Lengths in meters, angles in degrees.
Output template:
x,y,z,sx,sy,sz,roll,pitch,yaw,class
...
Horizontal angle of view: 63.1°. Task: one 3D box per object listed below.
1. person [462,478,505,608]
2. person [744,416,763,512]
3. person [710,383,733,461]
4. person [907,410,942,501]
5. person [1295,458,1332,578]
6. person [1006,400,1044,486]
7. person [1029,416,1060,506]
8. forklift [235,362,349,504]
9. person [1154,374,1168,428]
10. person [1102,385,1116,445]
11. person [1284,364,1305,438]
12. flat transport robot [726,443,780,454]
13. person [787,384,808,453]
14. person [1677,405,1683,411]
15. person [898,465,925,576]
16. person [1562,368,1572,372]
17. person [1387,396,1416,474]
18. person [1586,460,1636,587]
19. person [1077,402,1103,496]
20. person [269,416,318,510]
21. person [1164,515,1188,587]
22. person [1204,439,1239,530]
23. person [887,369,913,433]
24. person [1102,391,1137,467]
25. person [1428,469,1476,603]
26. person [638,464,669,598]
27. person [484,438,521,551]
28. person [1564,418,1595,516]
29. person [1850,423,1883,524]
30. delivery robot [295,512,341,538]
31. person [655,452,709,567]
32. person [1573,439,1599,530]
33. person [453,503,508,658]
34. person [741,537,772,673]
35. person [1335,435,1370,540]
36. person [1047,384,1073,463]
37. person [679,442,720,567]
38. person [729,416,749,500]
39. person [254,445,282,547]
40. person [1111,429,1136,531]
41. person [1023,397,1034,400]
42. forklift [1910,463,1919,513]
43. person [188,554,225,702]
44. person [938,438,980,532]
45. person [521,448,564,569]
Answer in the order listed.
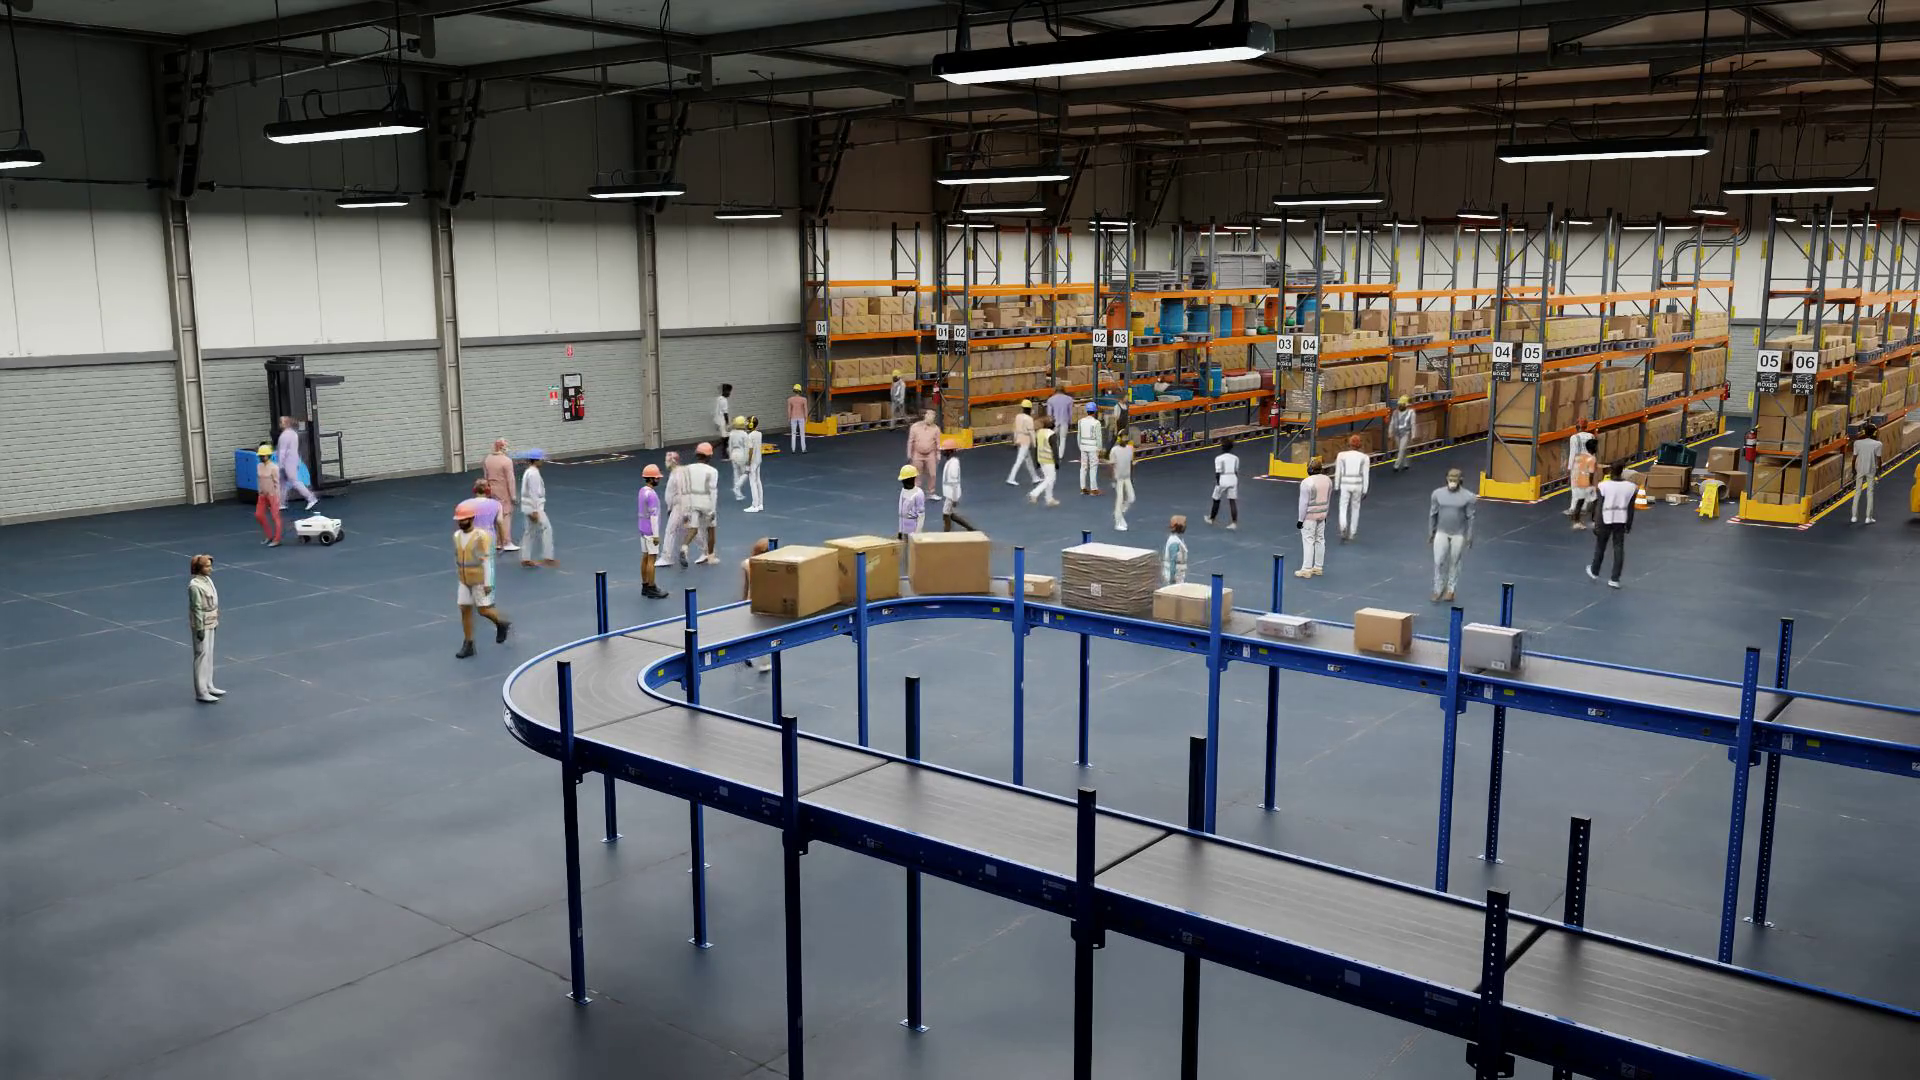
x,y,z,sx,sy,sz,roll,pitch,yaw,class
-6.726,0.042,22.084,0.590,1.826,0.470,-3,10,-14,person
-4.049,-1.494,30.596,0.321,1.876,0.532,3,11,19,person
-5.833,-2.868,38.155,0.669,1.931,0.621,-3,11,-17,person
-0.721,-1.691,31.713,0.725,1.881,0.396,-2,10,-8,person
5.456,-0.348,24.241,0.625,1.844,0.429,-7,12,-36,person
1.421,-2.134,34.214,1.008,1.877,0.609,-5,11,-28,person
1.694,-1.569,31.173,0.666,1.821,0.630,-4,11,-23,person
-13.803,-2.244,32.110,1.129,2.768,1.873,8,13,37,forklift
5.824,-4.051,45.725,0.504,1.618,0.506,-8,13,-38,person
4.037,-3.340,41.712,0.510,1.611,0.654,5,11,27,person
9.365,-3.868,43.610,0.684,2.000,0.538,4,11,19,person
-5.364,-2.375,40.186,1.431,0.197,0.652,8,13,37,flat transport robot
-4.130,-3.088,39.877,0.525,1.769,0.313,1,10,3,person
22.221,-4.570,48.059,0.593,1.820,0.615,-6,12,-31,person
-0.732,-0.148,22.880,0.368,1.926,0.587,-6,12,-32,person
16.896,-3.761,43.173,0.885,1.949,0.655,-3,11,-18,person
10.209,-2.437,36.182,0.953,1.784,0.605,-9,13,-41,person
9.887,-0.278,23.743,0.624,1.868,0.969,1,10,4,person
2.733,-1.909,32.727,0.618,1.944,0.399,10,14,44,person
-13.116,-1.504,30.692,0.933,1.874,0.651,-2,10,-10,person
2.747,0.459,20.350,0.763,1.610,0.522,2,10,9,person
4.819,-1.023,28.546,0.548,1.646,0.883,-5,11,-24,person
-1.728,-3.998,44.876,0.797,1.809,0.589,-10,14,-44,person
3.799,-2.671,37.492,1.006,1.795,0.546,9,14,41,person
6.983,-0.040,22.291,0.655,1.914,0.803,5,11,24,person
-4.488,-0.139,22.793,0.378,1.938,0.547,-5,11,-28,person
-7.728,-0.775,26.465,0.651,1.904,0.402,7,12,35,person
11.932,-1.418,30.142,0.587,1.882,0.342,-5,11,-25,person
16.941,-1.250,29.240,0.515,1.872,0.328,8,13,40,person
-11.129,-0.241,27.116,0.707,0.478,0.477,0,10,2,delivery robot
-4.468,-0.501,25.115,1.006,1.862,0.643,-2,10,-11,person
11.471,-1.001,28.347,0.656,1.671,0.557,0,10,-2,person
-6.005,0.465,19.456,0.548,1.921,0.725,4,11,23,person
-2.331,0.768,18.556,0.533,1.623,0.368,4,11,22,person
6.839,-0.910,27.317,0.588,1.870,0.730,3,10,14,person
2.459,-2.884,38.359,0.641,1.895,0.971,1,10,5,person
-4.148,-0.544,24.869,0.618,2.018,0.872,4,11,19,person
-4.535,-1.679,32.053,0.496,1.732,0.467,6,12,29,person
-11.839,-0.748,26.713,0.546,1.751,0.450,5,11,25,person
2.987,-1.099,28.430,0.564,1.851,0.400,-7,12,-33,person
2.055,-4.361,46.553,0.356,1.936,0.551,-5,11,-28,person
19.034,-1.348,28.998,2.313,2.155,1.214,8,13,37,forklift
-8.403,0.969,17.404,0.312,1.636,0.520,-2,10,-11,person
-0.060,-0.780,26.466,0.728,1.922,0.553,-1,10,-3,person
-6.666,-0.498,24.884,0.778,1.909,0.642,-5,11,-25,person
